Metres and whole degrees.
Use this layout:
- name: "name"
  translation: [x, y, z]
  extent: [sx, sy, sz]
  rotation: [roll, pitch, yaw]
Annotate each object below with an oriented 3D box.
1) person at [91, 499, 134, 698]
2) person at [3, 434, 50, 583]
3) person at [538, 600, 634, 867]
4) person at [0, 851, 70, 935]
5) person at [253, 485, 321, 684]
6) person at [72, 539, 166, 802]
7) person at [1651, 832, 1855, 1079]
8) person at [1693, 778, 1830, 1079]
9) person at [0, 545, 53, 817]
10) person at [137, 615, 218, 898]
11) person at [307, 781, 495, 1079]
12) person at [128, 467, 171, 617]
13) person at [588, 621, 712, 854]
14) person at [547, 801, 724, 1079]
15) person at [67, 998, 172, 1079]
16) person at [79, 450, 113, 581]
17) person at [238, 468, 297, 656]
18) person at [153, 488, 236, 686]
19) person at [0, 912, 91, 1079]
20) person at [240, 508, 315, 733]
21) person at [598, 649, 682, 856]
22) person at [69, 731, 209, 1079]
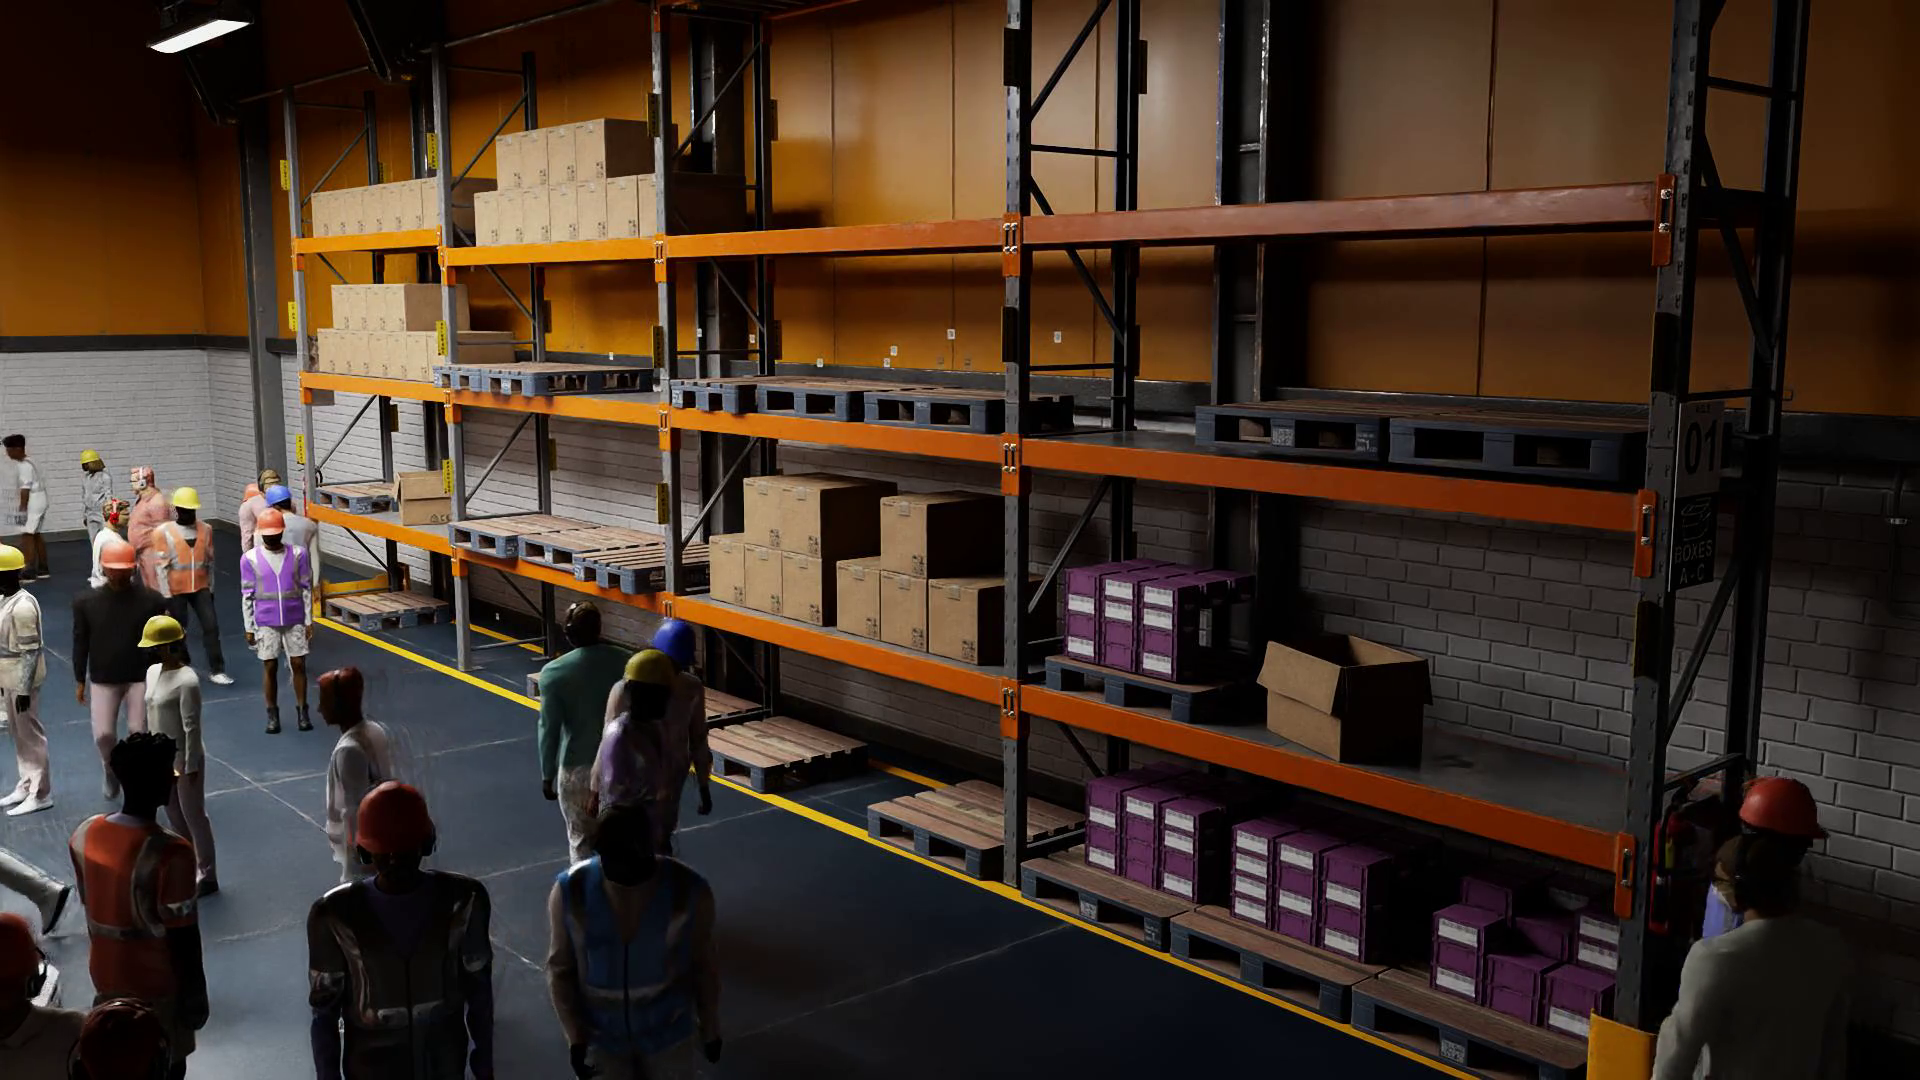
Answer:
- name: "person"
  translation: [-7.789, 0.539, 15.314]
  extent: [0.393, 1.836, 0.560]
  rotation: [-4, 9, -24]
- name: "person"
  translation: [-12.120, -0.419, 21.640]
  extent: [0.467, 1.942, 0.663]
  rotation: [-4, 9, -23]
- name: "person"
  translation: [-2.146, 1.307, 9.698]
  extent: [0.643, 1.927, 0.391]
  rotation: [-6, 10, -37]
- name: "person"
  translation: [-5.482, 1.402, 9.180]
  extent: [0.821, 1.886, 0.637]
  rotation: [-3, 9, -21]
- name: "person"
  translation: [-6.445, 0.418, 15.978]
  extent: [0.590, 1.892, 0.928]
  rotation: [-8, 11, -44]
- name: "person"
  translation: [-5.952, 0.966, 11.824]
  extent: [0.627, 1.980, 0.496]
  rotation: [-4, 9, -25]
- name: "person"
  translation: [2.589, 1.902, 5.612]
  extent: [0.622, 1.906, 0.733]
  rotation: [-4, 9, -25]
- name: "person"
  translation: [3.066, 1.817, 6.189]
  extent: [0.871, 1.903, 0.545]
  rotation: [1, 8, 9]
- name: "person"
  translation: [-6.723, 0.991, 11.851]
  extent: [0.363, 1.927, 0.587]
  rotation: [-7, 11, -42]
- name: "person"
  translation: [-4.800, 1.321, 10.152]
  extent: [0.518, 1.757, 0.335]
  rotation: [7, 10, 38]
- name: "person"
  translation: [-1.893, 1.817, 5.707]
  extent: [0.611, 2.043, 0.375]
  rotation: [-4, 9, -25]
- name: "person"
  translation: [-8.585, 0.173, 17.620]
  extent: [0.401, 1.904, 0.648]
  rotation: [-7, 11, -39]
- name: "person"
  translation: [-1.650, 1.389, 9.204]
  extent: [0.678, 1.888, 0.852]
  rotation: [-8, 11, -44]
- name: "person"
  translation: [-1.210, 1.854, 6.273]
  extent: [0.643, 1.807, 0.475]
  rotation: [-1, 8, -6]
- name: "person"
  translation: [-2.131, 2.105, 4.303]
  extent: [0.579, 1.878, 0.341]
  rotation: [-4, 9, -27]
- name: "person"
  translation: [-11.213, -0.314, 21.603]
  extent: [0.494, 1.730, 0.324]
  rotation: [3, 9, 19]
- name: "person"
  translation: [-7.067, 0.230, 17.101]
  extent: [0.370, 1.941, 0.627]
  rotation: [6, 10, 34]
- name: "person"
  translation: [-7.185, 0.463, 15.591]
  extent: [0.781, 1.898, 0.605]
  rotation: [7, 11, 41]
- name: "person"
  translation: [-2.650, 1.993, 4.705]
  extent: [0.637, 1.986, 0.414]
  rotation: [-3, 9, -21]
- name: "person"
  translation: [-5.751, 0.678, 14.046]
  extent: [0.554, 1.924, 0.388]
  rotation: [-4, 9, -27]
- name: "person"
  translation: [-1.639, 1.503, 8.395]
  extent: [0.487, 1.900, 0.770]
  rotation: [1, 8, 9]
- name: "person"
  translation: [-3.249, 1.726, 6.655]
  extent: [0.607, 1.961, 0.371]
  rotation: [4, 9, 24]
